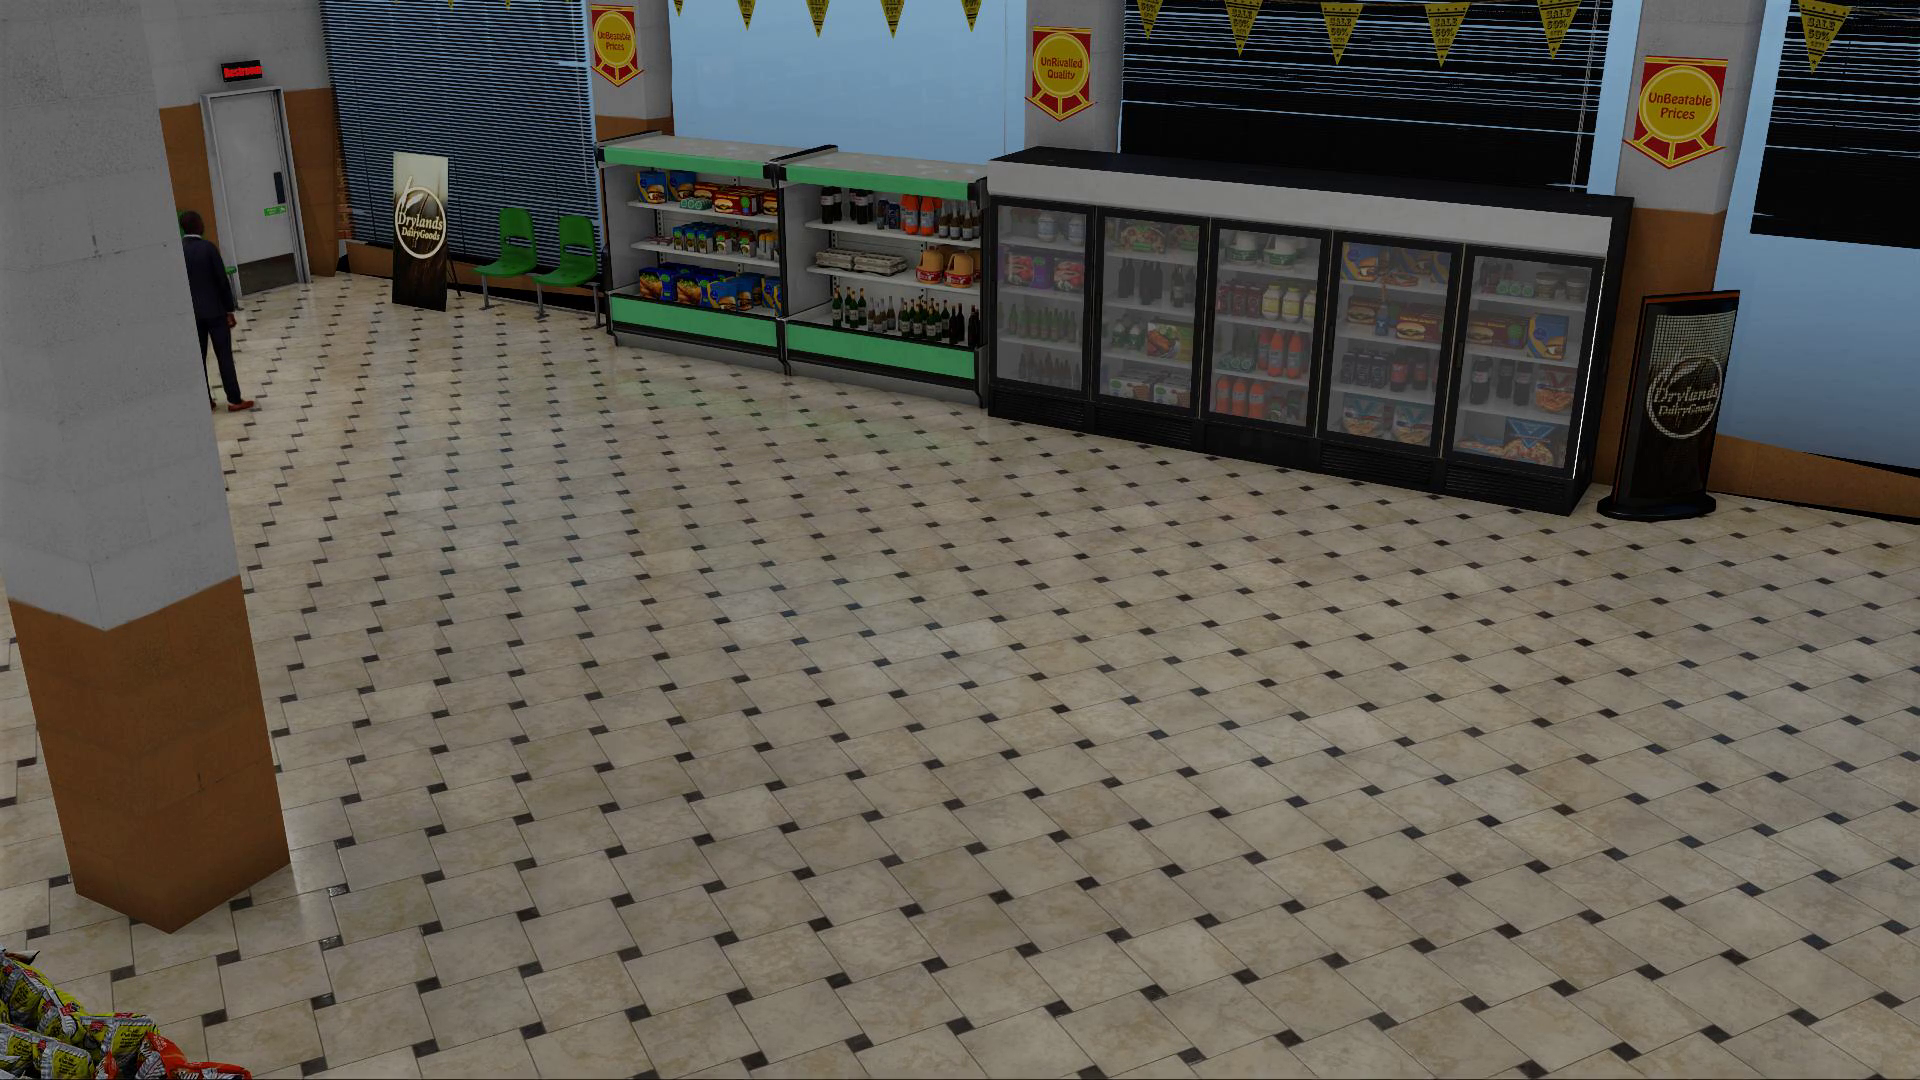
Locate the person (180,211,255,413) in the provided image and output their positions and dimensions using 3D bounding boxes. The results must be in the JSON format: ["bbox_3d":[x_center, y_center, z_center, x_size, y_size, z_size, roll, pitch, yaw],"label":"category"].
[{"bbox_3d":[-6.794,-2.048,14.961,0.713,1.824,0.846,0,22,1],"label":"person"}]
